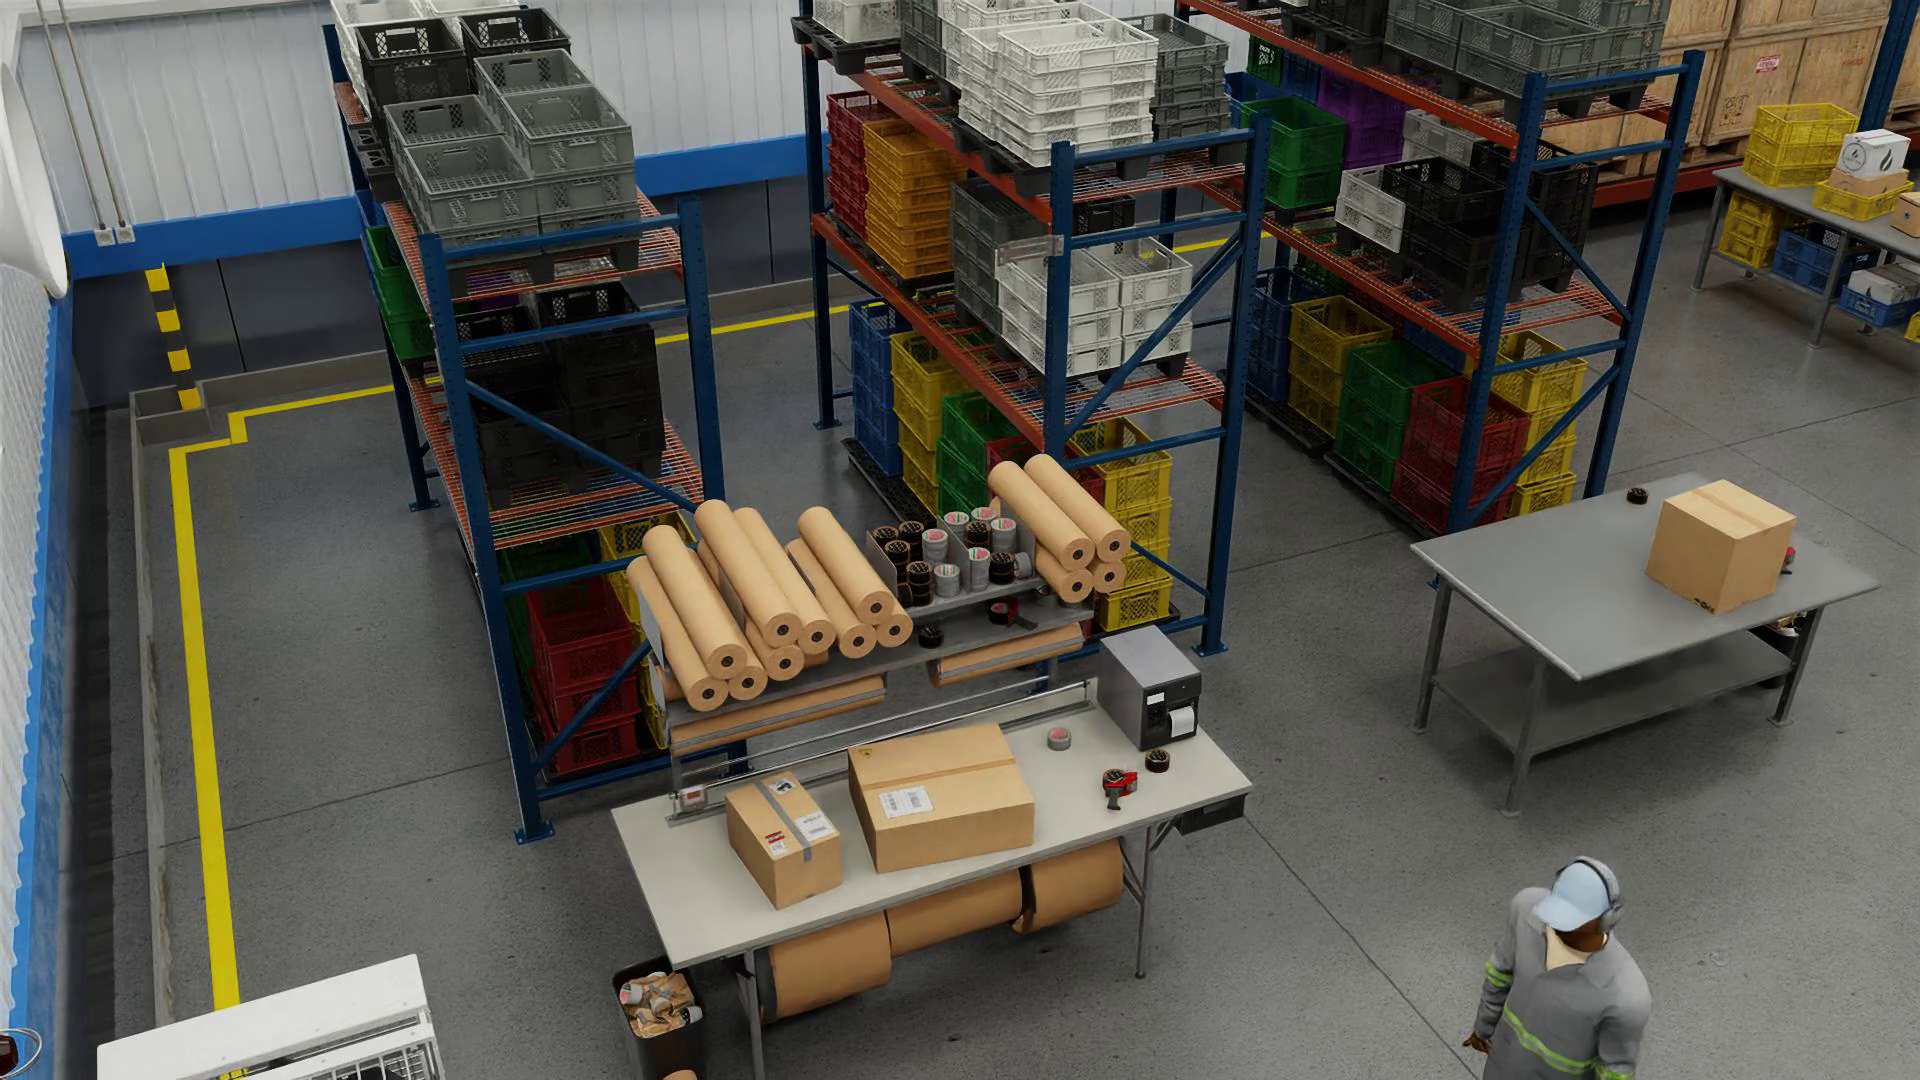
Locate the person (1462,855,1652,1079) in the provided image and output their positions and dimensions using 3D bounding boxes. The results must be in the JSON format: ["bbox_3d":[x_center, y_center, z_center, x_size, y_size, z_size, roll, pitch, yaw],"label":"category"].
[{"bbox_3d":[1.926,1.777,5.574,0.382,1.851,0.596,-15,35,-22],"label":"person"}]
